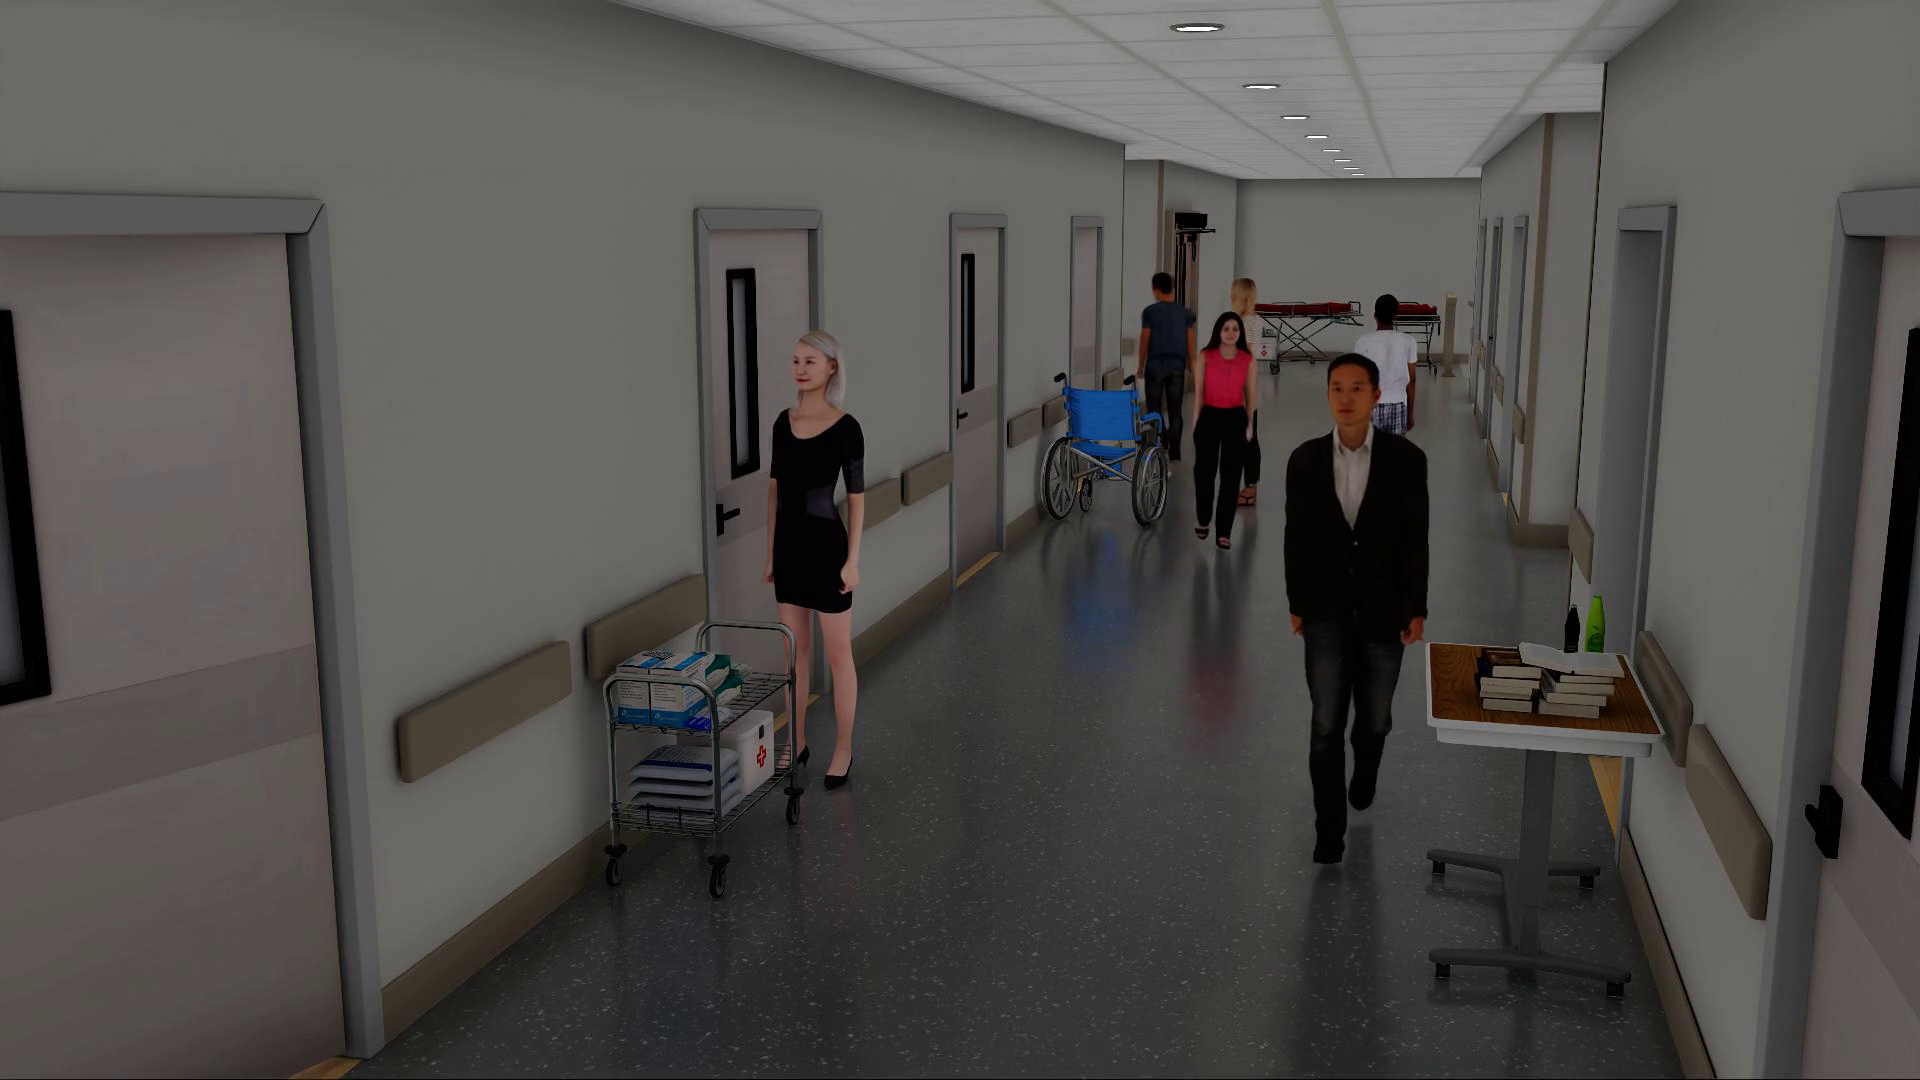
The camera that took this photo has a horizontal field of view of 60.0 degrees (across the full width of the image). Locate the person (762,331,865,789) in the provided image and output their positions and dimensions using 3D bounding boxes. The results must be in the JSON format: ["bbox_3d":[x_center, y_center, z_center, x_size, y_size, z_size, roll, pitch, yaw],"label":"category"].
[{"bbox_3d":[-0.587,0.078,6.704,0.613,1.829,0.552,5,12,25],"label":"person"}]

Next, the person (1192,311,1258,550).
[{"bbox_3d":[1.818,-0.767,11.637,0.663,1.650,0.698,0,11,2],"label":"person"}]

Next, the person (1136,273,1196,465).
[{"bbox_3d":[1.948,-1.603,15.682,0.838,1.785,0.809,0,11,-1],"label":"person"}]

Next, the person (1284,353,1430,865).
[{"bbox_3d":[1.447,0.232,6.039,0.653,1.775,1.088,3,11,15],"label":"person"}]

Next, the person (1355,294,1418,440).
[{"bbox_3d":[3.183,-0.980,12.531,0.676,1.735,0.609,0,11,1],"label":"person"}]

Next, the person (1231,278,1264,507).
[{"bbox_3d":[2.311,-1.196,13.434,0.681,1.824,0.486,4,11,19],"label":"person"}]
